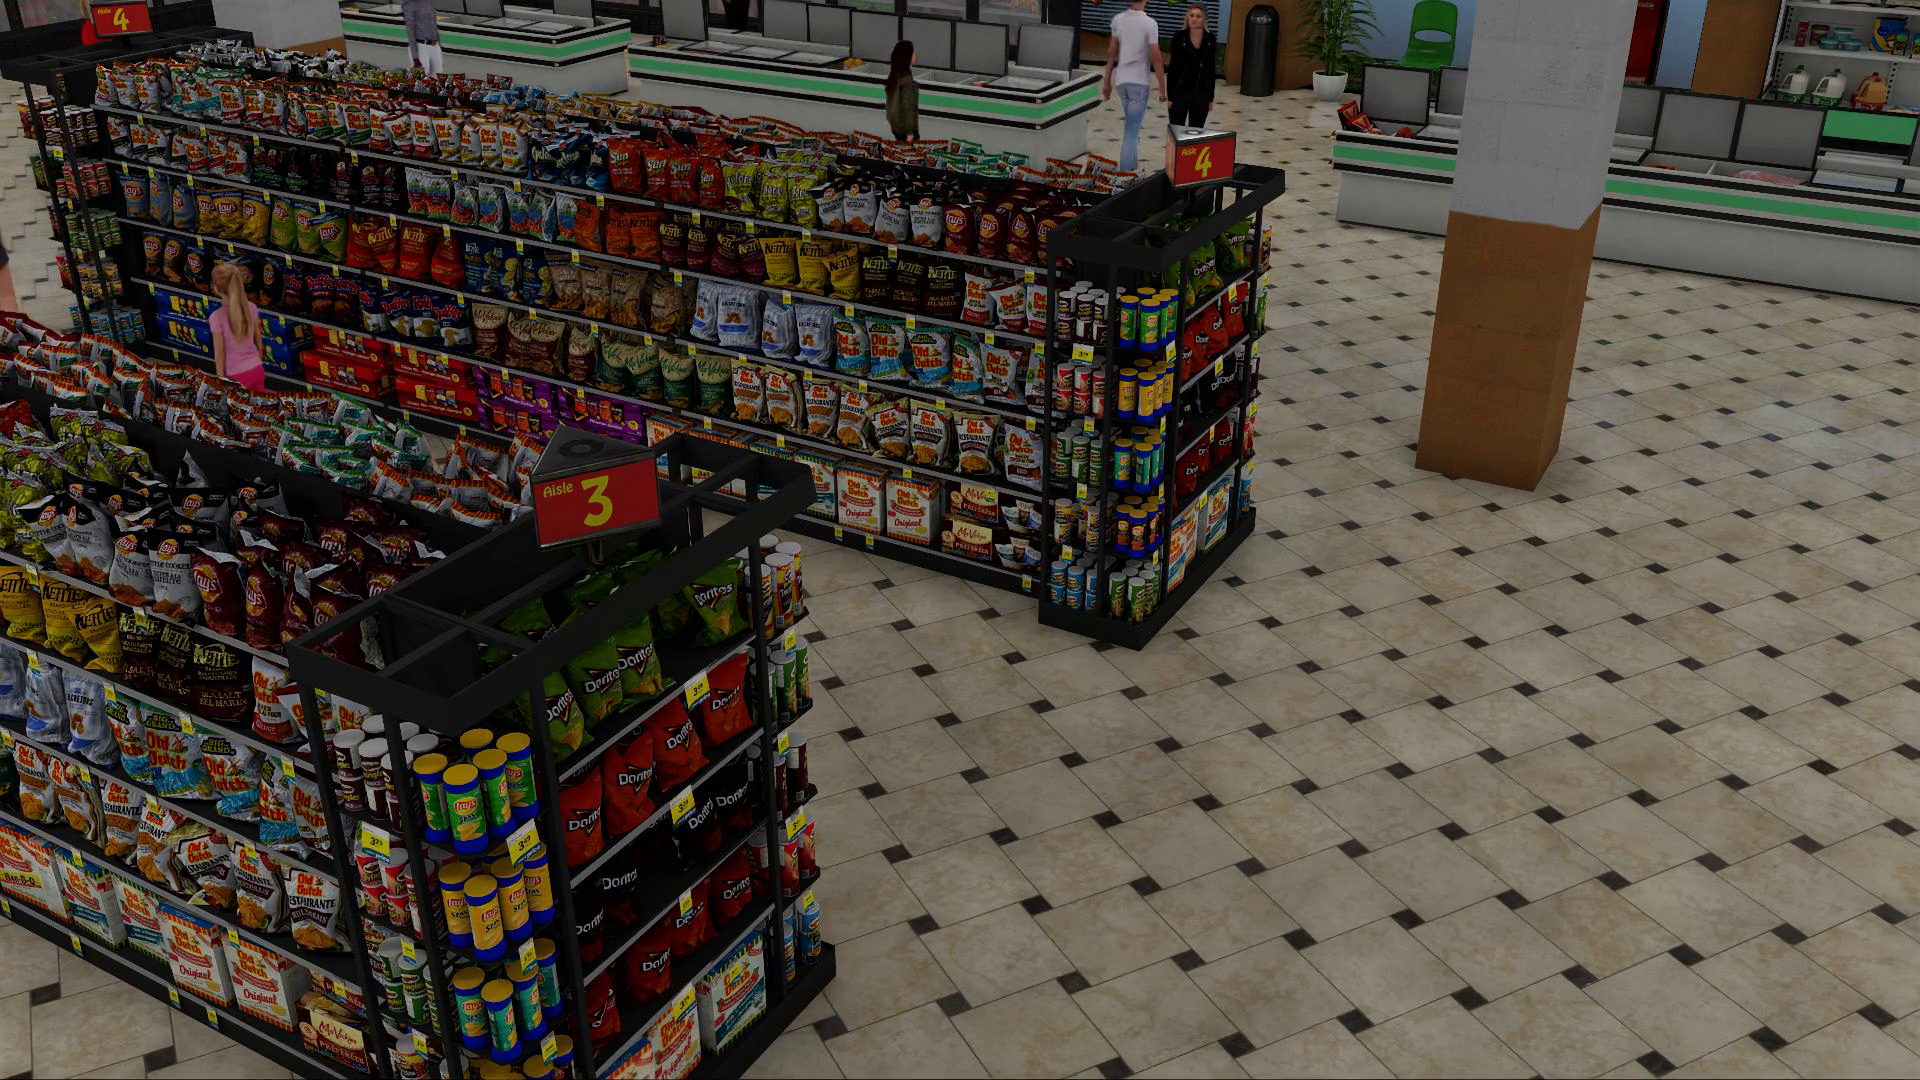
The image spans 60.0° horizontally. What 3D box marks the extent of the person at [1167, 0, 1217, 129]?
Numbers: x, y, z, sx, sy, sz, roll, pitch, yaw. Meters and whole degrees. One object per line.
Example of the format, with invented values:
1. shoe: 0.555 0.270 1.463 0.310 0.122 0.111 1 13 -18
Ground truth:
1. person: 2.093 -4.037 15.160 0.657 1.686 0.753 -2 27 -4

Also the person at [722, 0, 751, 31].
1. person: -2.721 -6.572 19.990 0.629 1.838 0.666 11 29 20

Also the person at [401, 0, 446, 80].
1. person: -5.397 -4.882 16.785 0.549 1.722 0.616 11 29 20

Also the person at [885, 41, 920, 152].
1. person: -0.554 -3.604 14.553 0.928 1.463 0.877 -7 28 -14

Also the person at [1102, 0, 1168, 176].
1. person: 1.510 -4.129 15.186 0.895 1.826 0.807 -22 34 -37

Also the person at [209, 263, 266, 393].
1. person: -4.114 -0.976 9.582 0.542 1.272 0.511 13 30 25

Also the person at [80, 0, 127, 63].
1. person: -9.032 -5.174 17.331 0.874 1.749 0.801 -9 28 -17
